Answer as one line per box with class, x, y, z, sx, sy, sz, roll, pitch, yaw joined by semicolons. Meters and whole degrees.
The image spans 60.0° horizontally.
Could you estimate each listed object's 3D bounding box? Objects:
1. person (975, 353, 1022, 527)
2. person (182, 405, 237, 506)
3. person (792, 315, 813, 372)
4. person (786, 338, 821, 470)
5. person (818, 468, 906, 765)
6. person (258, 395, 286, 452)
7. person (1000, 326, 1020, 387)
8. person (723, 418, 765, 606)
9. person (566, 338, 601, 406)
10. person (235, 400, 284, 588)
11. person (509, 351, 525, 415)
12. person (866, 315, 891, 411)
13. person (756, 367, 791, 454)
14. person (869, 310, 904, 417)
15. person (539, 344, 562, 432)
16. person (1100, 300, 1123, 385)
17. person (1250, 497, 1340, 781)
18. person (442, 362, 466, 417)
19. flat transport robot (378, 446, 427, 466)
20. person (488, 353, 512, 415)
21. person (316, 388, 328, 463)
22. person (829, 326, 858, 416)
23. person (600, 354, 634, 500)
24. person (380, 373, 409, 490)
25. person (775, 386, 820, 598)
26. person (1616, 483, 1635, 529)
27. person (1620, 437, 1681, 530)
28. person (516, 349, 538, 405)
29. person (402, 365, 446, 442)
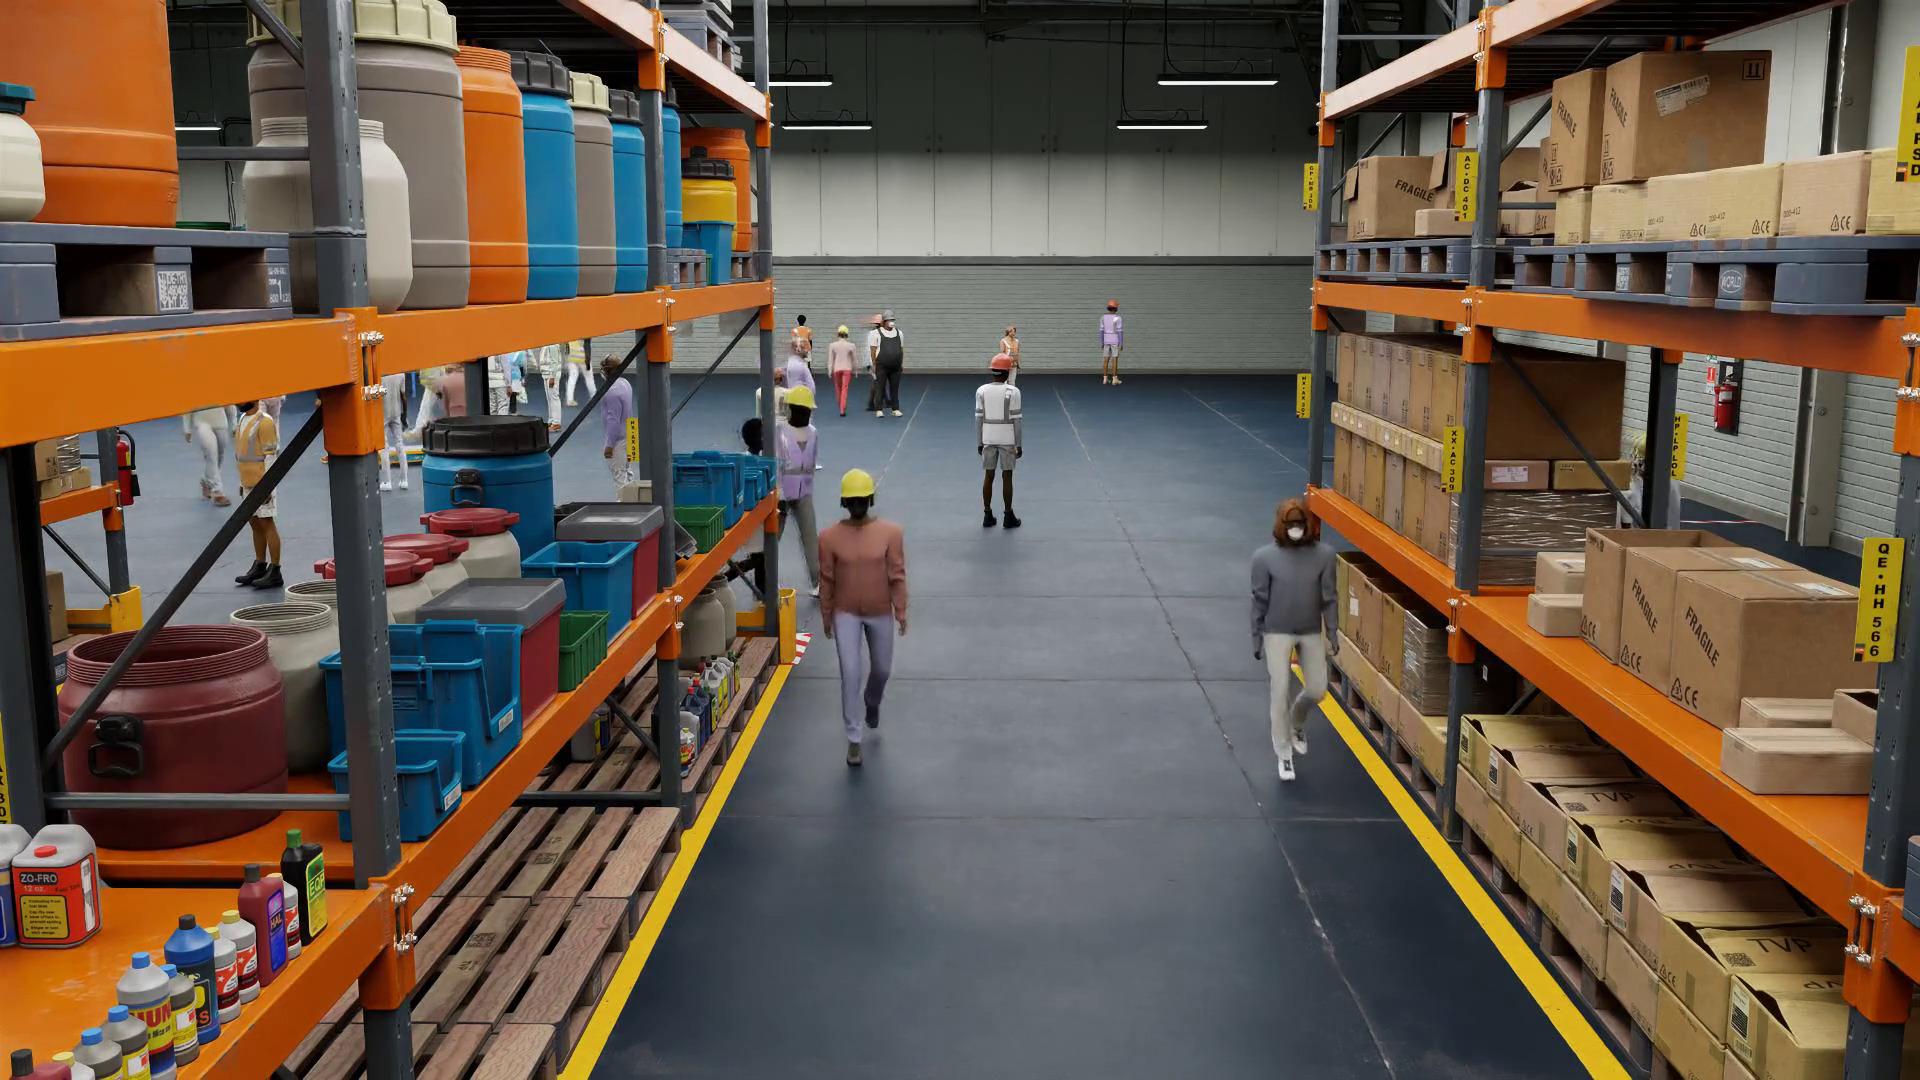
person;0.451;-1.120;18.664;0.553;1.935;0.361;4;10;24
person;-9.250;-1.406;20.475;0.891;1.914;0.637;9;13;42
person;-3.788;-4.555;39.952;0.531;1.697;0.322;-3;10;-17
person;-2.332;-1.943;23.742;0.616;1.889;0.649;0;9;-1
person;-0.594;0.414;10.031;0.523;1.747;0.692;-1;10;-7
person;-10.716;-2.237;25.612;0.656;1.860;0.991;-4;10;-20
person;1.035;-3.643;34.664;0.513;1.641;0.307;-9;13;-42
person;-1.782;-0.184;13.844;0.579;1.677;0.536;1;10;4
person;-7.843;-3.688;34.469;0.644;1.797;0.968;5;11;27
person;-6.437;-0.531;15.165;0.543;1.928;0.372;8;13;41
person;-8.292;-2.961;30.640;0.541;1.661;0.894;1;10;4
person;-1.522;-3.564;33.390;0.918;1.901;0.576;-7;12;-37
person;-2.353;-1.379;21.139;0.508;1.628;0.320;2;10;13
person;-1.361;-3.361;31.903;0.689;2.000;0.539;-4;10;-25
person;-7.184;-2.880;29.173;0.384;1.949;0.604;-4;10;-25
person;3.699;-4.797;40.375;0.616;2.039;0.384;7;12;37
person;1.918;0.547;9.601;0.525;1.620;0.456;0;9;-2
person;-6.159;-1.450;20.890;0.672;1.848;1.013;2;10;12
flat transport robot;-8.157;-1.261;24.612;1.431;0.197;0.652;-7;11;-35
person;-7.499;-2.525;27.041;0.609;1.950;0.379;7;12;36
person;-9.261;-2.138;24.589;0.376;1.995;0.609;6;11;30
person;-2.255;-3.279;32.243;0.548;1.710;0.926;1;10;6
person;-3.832;-1.101;18.562;0.371;1.934;0.627;1;9;3
person;-7.449;-1.583;21.659;0.530;1.864;0.311;-8;12;-40
person;-1.472;-0.430;14.749;0.593;1.867;1.044;-8;12;-38
person;4.130;0.215;10.891;0.508;1.865;0.329;0;9;0
person;4.739;0.181;11.277;0.610;1.798;0.789;-4;10;-24
person;-9.228;-3.653;34.899;0.597;1.579;0.839;-7;12;-37
person;-8.749;-2.522;27.570;1.003;1.776;0.642;-1;10;-7
